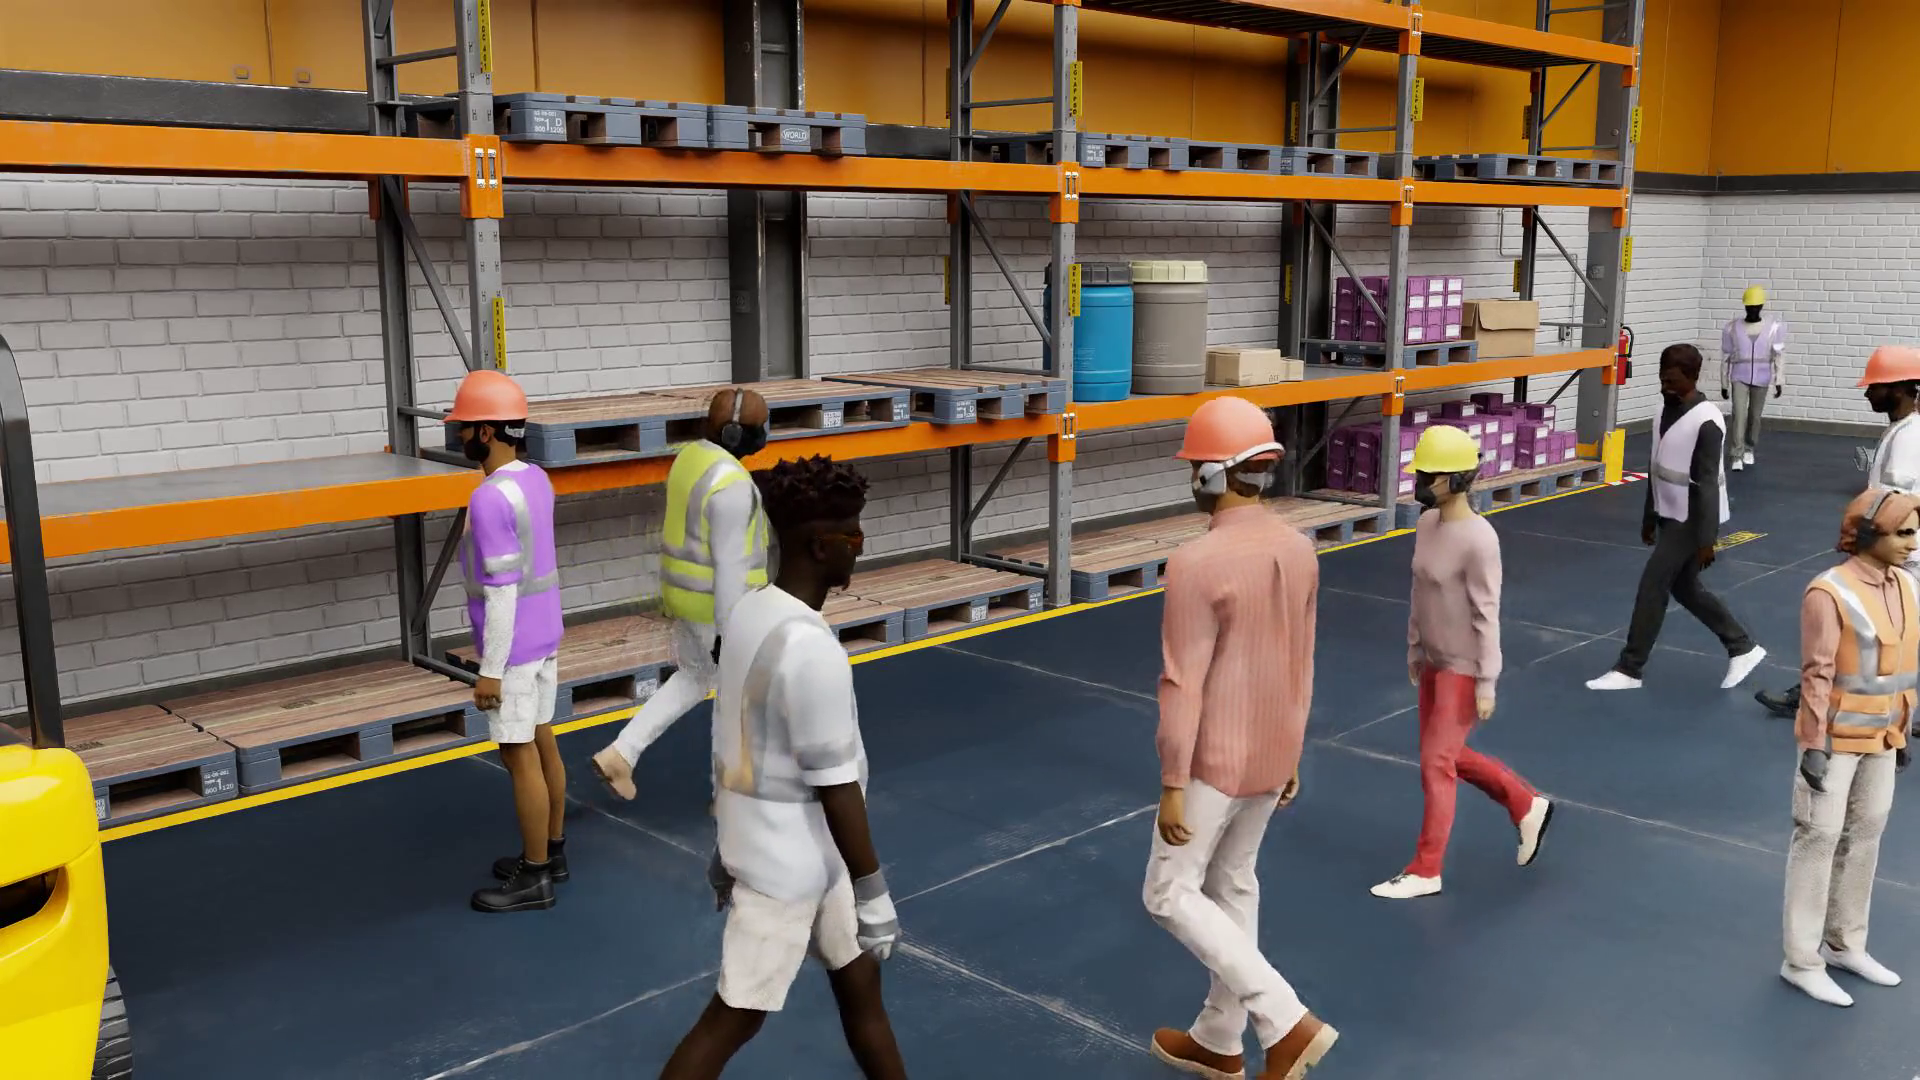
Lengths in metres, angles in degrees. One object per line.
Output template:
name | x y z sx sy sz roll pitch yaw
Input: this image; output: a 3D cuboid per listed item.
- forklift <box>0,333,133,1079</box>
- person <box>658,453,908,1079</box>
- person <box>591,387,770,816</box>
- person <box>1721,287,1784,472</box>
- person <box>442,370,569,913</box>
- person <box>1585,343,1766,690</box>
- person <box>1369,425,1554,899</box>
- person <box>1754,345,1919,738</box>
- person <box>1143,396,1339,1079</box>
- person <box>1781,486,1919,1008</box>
forklift | -3.289 0.485 4.582 1.214 2.155 2.313 -10 14 -44
person | -0.415 0.739 4.017 1.076 1.907 0.591 -3 11 -14
person | -1.112 0.278 6.784 0.677 1.807 0.653 -5 12 -27
person | 8.185 -1.677 17.232 0.587 1.886 0.980 4 11 20
person | -1.616 0.365 5.930 0.377 1.938 0.547 1 10 3
person | 3.843 -0.104 8.721 0.920 1.867 0.618 0 10 1
person | 1.866 0.444 6.030 0.681 1.744 0.536 -2 11 -9
person | 4.458 0.015 7.992 0.958 1.883 0.563 4 11 20
person | 0.783 0.598 4.550 0.635 1.973 0.565 -10 14 -44
person | 2.838 0.642 5.263 0.518 1.632 0.334 -5 12 -27
